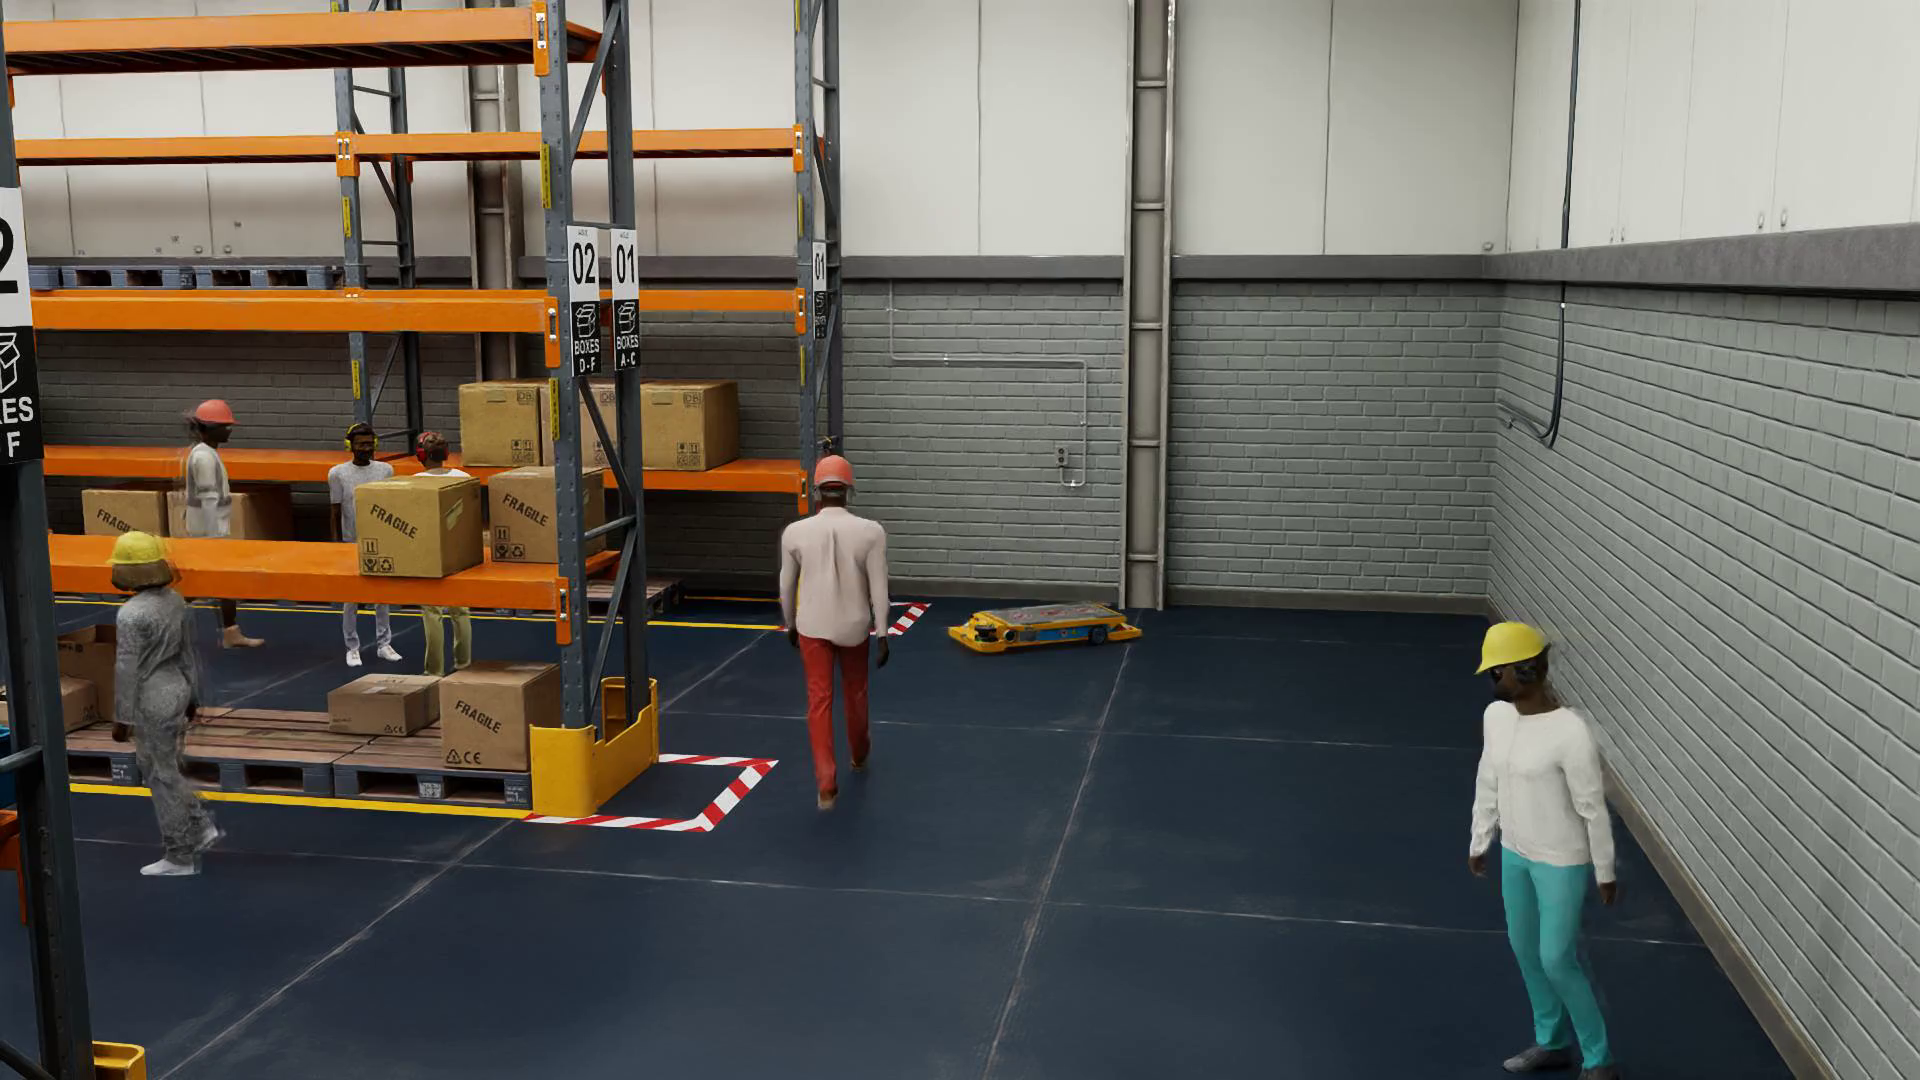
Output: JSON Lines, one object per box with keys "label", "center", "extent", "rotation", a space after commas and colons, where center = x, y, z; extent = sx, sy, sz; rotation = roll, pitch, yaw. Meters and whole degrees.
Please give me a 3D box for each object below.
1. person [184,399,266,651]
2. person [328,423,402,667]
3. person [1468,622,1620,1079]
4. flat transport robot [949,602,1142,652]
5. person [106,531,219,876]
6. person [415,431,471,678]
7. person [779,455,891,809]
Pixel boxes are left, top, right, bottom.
{"label": "person", "center": [-5.953, -0.083, 12.925], "extent": [0.840, 2.011, 0.635], "rotation": [-3, 10, -19]}
{"label": "person", "center": [-4.523, 0.033, 12.655], "extent": [0.513, 1.861, 0.322], "rotation": [-7, 12, -37]}
{"label": "person", "center": [2.104, 1.155, 6.085], "extent": [0.440, 1.721, 0.563], "rotation": [-4, 10, -21]}
{"label": "flat transport robot", "center": [0.691, 0.692, 13.467], "extent": [1.431, 0.197, 0.652], "rotation": [-4, 10, -22]}
{"label": "person", "center": [-3.971, 0.814, 8.186], "extent": [0.380, 1.731, 0.486], "rotation": [0, 9, 0]}
{"label": "person", "center": [-3.767, 0.134, 12.055], "extent": [0.379, 1.844, 0.570], "rotation": [7, 11, 36]}
{"label": "person", "center": [-0.716, 0.479, 9.585], "extent": [0.627, 1.938, 1.021], "rotation": [-1, 9, -3]}
